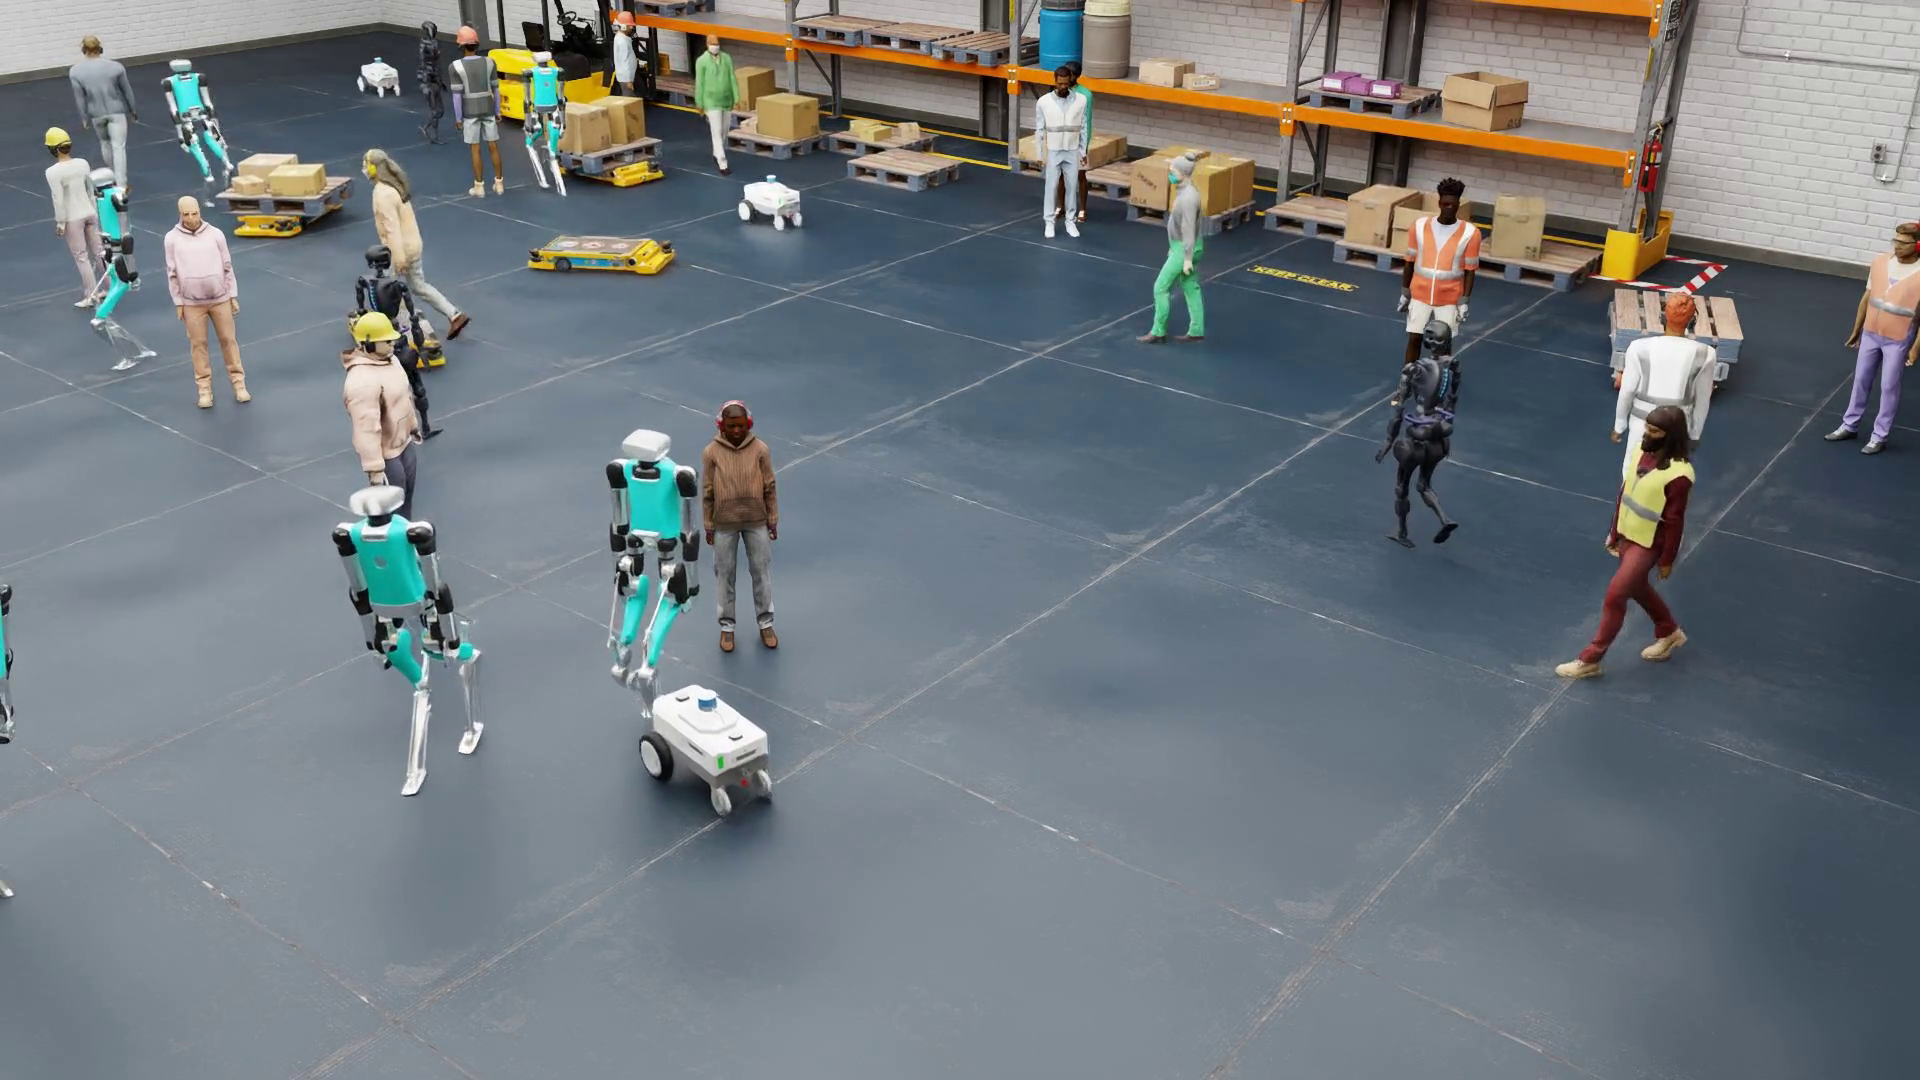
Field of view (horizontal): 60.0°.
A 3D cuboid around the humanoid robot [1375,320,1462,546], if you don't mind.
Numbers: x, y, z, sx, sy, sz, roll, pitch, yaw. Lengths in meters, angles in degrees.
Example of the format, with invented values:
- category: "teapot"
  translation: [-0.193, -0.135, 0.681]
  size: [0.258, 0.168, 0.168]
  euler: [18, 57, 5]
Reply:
- category: "humanoid robot"
  translation: [3.199, -0.697, 11.406]
  size: [0.586, 1.644, 0.471]
  euler: [-13, 29, -25]

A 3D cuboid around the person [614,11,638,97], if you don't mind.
- category: "person"
  translation: [-4.673, -6.546, 23.432]
  size: [0.352, 1.742, 0.572]
  euler: [-6, 26, -12]

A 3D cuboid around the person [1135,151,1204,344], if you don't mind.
- category: "person"
  translation: [1.958, -2.691, 15.360]
  size: [0.771, 1.811, 0.567]
  euler: [4, 26, 9]

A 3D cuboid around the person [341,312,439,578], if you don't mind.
- category: "person"
  translation: [-3.809, -0.619, 11.030]
  size: [0.429, 1.859, 0.791]
  euler: [1, 26, 1]

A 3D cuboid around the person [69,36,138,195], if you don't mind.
- category: "person"
  translation: [-10.565, -5.291, 20.657]
  size: [0.640, 1.893, 0.992]
  euler: [-7, 27, -13]

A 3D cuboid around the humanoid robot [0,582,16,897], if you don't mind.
- category: "humanoid robot"
  translation: [-4.872, 0.930, 7.992]
  size: [0.800, 1.796, 0.556]
  euler: [1, 26, 2]

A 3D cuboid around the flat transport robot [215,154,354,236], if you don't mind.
- category: "flat transport robot"
  translation: [-7.860, -3.825, 19.493]
  size: [0.659, 0.231, 1.431]
  euler: [2, 26, 4]

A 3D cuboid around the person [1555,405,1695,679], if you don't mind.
- category: "person"
  translation: [4.086, 0.004, 9.883]
  size: [0.861, 1.735, 0.475]
  euler: [-5, 26, -11]

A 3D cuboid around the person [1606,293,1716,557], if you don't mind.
- category: "person"
  translation: [4.735, -0.755, 11.280]
  size: [0.573, 1.882, 0.355]
  euler: [9, 27, 18]

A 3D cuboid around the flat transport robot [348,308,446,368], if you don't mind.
- category: "flat transport robot"
  translation: [-5.246, -1.868, 15.440]
  size: [0.659, 0.231, 1.431]
  euler: [-12, 28, -23]

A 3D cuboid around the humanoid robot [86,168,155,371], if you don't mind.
- category: "humanoid robot"
  translation: [-7.637, -2.363, 14.794]
  size: [0.749, 1.797, 0.548]
  euler: [-23, 34, -39]

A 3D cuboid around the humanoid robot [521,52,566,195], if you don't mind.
- category: "humanoid robot"
  translation: [-5.166, -5.133, 20.546]
  size: [0.549, 1.803, 0.814]
  euler: [-15, 30, -28]

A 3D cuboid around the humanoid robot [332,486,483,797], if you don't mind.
- category: "humanoid robot"
  translation: [-2.893, 0.446, 8.988]
  size: [0.560, 1.775, 0.918]
  euler: [3, 26, 6]

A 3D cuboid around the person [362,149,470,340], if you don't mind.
- category: "person"
  translation: [-5.102, -2.704, 15.391]
  size: [0.846, 1.835, 0.589]
  euler: [1, 26, 2]

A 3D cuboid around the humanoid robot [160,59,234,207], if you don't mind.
- category: "humanoid robot"
  translation: [-8.981, -4.778, 19.789]
  size: [0.827, 1.762, 0.544]
  euler: [23, 34, 39]

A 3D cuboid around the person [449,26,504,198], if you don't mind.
- category: "person"
  translation: [-5.913, -5.236, 20.374]
  size: [0.607, 2.048, 0.365]
  euler: [-18, 31, -33]

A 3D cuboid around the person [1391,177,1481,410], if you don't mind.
- category: "person"
  translation: [3.958, -2.035, 13.835]
  size: [0.605, 1.966, 0.368]
  euler: [12, 28, 24]

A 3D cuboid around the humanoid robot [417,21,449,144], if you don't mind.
- category: "humanoid robot"
  translation: [-7.437, -6.390, 23.190]
  size: [0.507, 1.636, 0.596]
  euler: [3, 26, 7]

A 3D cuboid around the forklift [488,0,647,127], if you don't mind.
- category: "forklift"
  translation: [-5.874, -7.334, 24.552]
  size: [1.214, 2.155, 2.313]
  euler: [19, 32, 34]

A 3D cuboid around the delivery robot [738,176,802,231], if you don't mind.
- category: "delivery robot"
  translation: [-2.210, -3.957, 19.437]
  size: [0.499, 0.594, 0.769]
  euler: [-23, 34, -39]

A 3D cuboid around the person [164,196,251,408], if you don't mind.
- category: "person"
  translation: [-6.351, -2.016, 14.004]
  size: [0.519, 1.784, 0.402]
  euler: [-12, 28, -24]

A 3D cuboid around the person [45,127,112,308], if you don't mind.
- category: "person"
  translation: [-8.737, -3.182, 16.439]
  size: [0.313, 1.767, 0.534]
  euler: [7, 27, 15]

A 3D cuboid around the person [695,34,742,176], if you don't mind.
- category: "person"
  translation: [-3.146, -5.686, 21.655]
  size: [0.537, 1.758, 0.809]
  euler: [-16, 30, -30]

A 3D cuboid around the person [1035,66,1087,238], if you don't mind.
- category: "person"
  translation: [1.139, -4.375, 18.752]
  size: [0.595, 1.908, 0.409]
  euler: [-5, 26, -11]

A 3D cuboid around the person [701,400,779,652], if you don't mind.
- category: "person"
  translation: [-1.340, -0.097, 10.189]
  size: [0.462, 1.647, 0.329]
  euler: [-5, 26, -10]

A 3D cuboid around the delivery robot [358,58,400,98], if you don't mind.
- category: "delivery robot"
  translation: [-9.253, -7.382, 26.531]
  size: [0.499, 0.596, 0.795]
  euler: [-20, 32, -35]

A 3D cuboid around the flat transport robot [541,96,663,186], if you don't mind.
- category: "flat transport robot"
  translation: [-4.602, -4.831, 21.575]
  size: [1.431, 0.231, 0.659]
  euler: [18, 31, 33]

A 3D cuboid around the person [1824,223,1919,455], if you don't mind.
- category: "person"
  translation: [7.282, -1.588, 13.045]
  size: [0.375, 1.843, 0.570]
  euler: [-14, 29, -26]

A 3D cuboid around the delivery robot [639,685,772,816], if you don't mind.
- category: "delivery robot"
  translation: [-1.368, 1.087, 9.006]
  size: [0.499, 0.608, 0.786]
  euler: [-21, 33, -36]

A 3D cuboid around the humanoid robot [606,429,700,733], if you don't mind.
- category: "humanoid robot"
  translation: [-1.772, 0.333, 9.194]
  size: [0.532, 1.771, 0.838]
  euler: [7, 27, 14]

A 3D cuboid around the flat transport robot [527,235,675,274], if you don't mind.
- category: "flat transport robot"
  translation: [-3.867, -3.076, 17.942]
  size: [1.431, 0.231, 0.659]
  euler: [4, 26, 8]

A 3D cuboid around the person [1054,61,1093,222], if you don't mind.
- category: "person"
  translation: [1.309, -4.651, 19.405]
  size: [0.487, 1.841, 0.389]
  euler: [11, 28, 22]

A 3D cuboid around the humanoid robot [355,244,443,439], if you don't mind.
- category: "humanoid robot"
  translation: [-4.512, -1.543, 13.182]
  size: [0.600, 1.659, 0.602]
  euler: [9, 27, 19]
